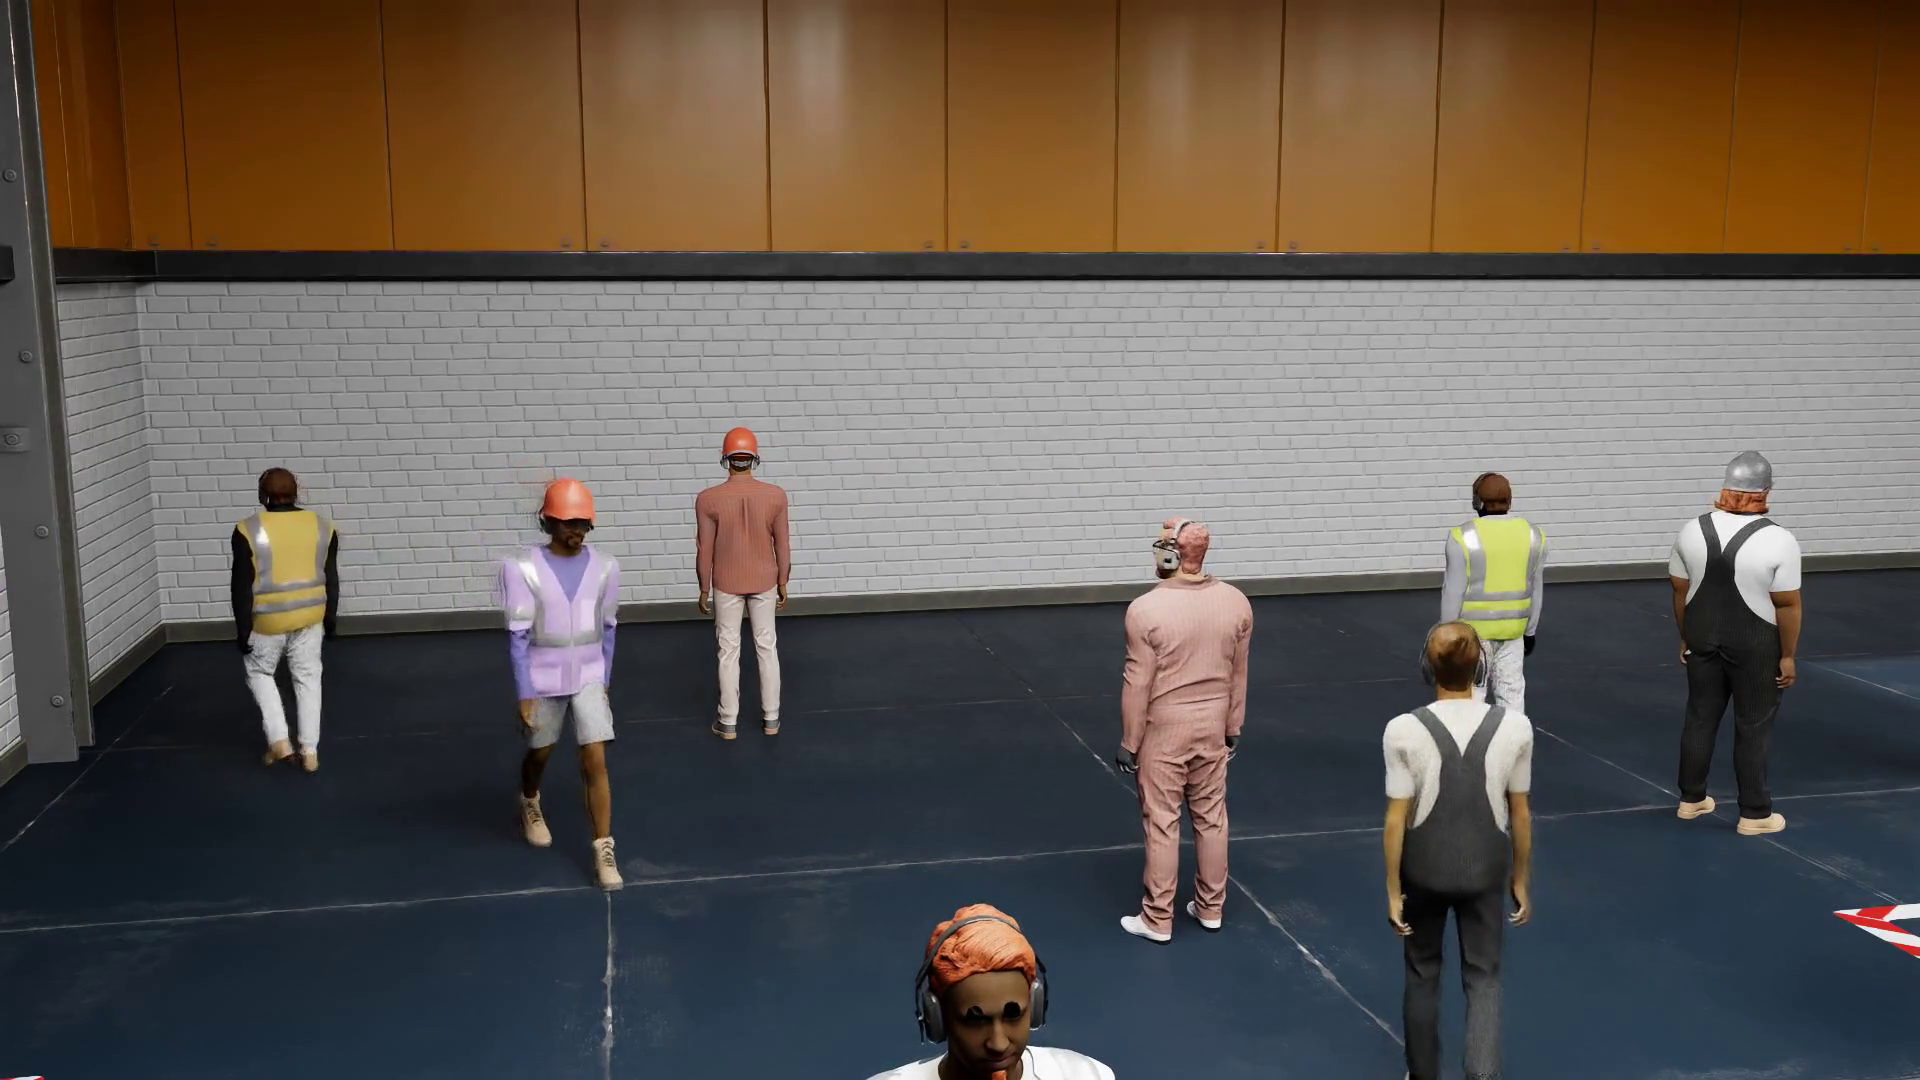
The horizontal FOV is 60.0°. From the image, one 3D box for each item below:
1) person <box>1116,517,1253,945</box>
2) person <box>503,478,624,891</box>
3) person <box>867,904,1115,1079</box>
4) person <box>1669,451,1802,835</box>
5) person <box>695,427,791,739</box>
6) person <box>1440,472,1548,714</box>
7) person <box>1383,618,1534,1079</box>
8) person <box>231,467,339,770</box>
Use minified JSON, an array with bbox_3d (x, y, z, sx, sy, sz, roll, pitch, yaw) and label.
[{"bbox_3d":[0.977,0.844,7.430,0.651,1.910,0.409,-5,10,-26],"label":"person"},{"bbox_3d":[-1.986,0.663,8.302,0.602,2.002,1.058,-5,11,-29],"label":"person"},{"bbox_3d":[0.034,1.578,3.039,0.583,1.881,0.350,-4,10,-21],"label":"person"},{"bbox_3d":[4.185,0.536,8.909,0.539,2.000,0.688,-7,12,-36],"label":"person"},{"bbox_3d":[-1.385,0.277,10.631,0.612,1.995,0.382,-3,10,-20],"label":"person"},{"bbox_3d":[3.035,0.526,9.585,0.634,1.839,0.429,-2,10,-12],"label":"person"},{"bbox_3d":[1.694,1.178,5.664,0.528,1.824,0.706,1,9,8],"label":"person"},{"bbox_3d":[-4.026,0.475,9.931,0.662,1.823,0.481,-9,13,-43],"label":"person"}]
